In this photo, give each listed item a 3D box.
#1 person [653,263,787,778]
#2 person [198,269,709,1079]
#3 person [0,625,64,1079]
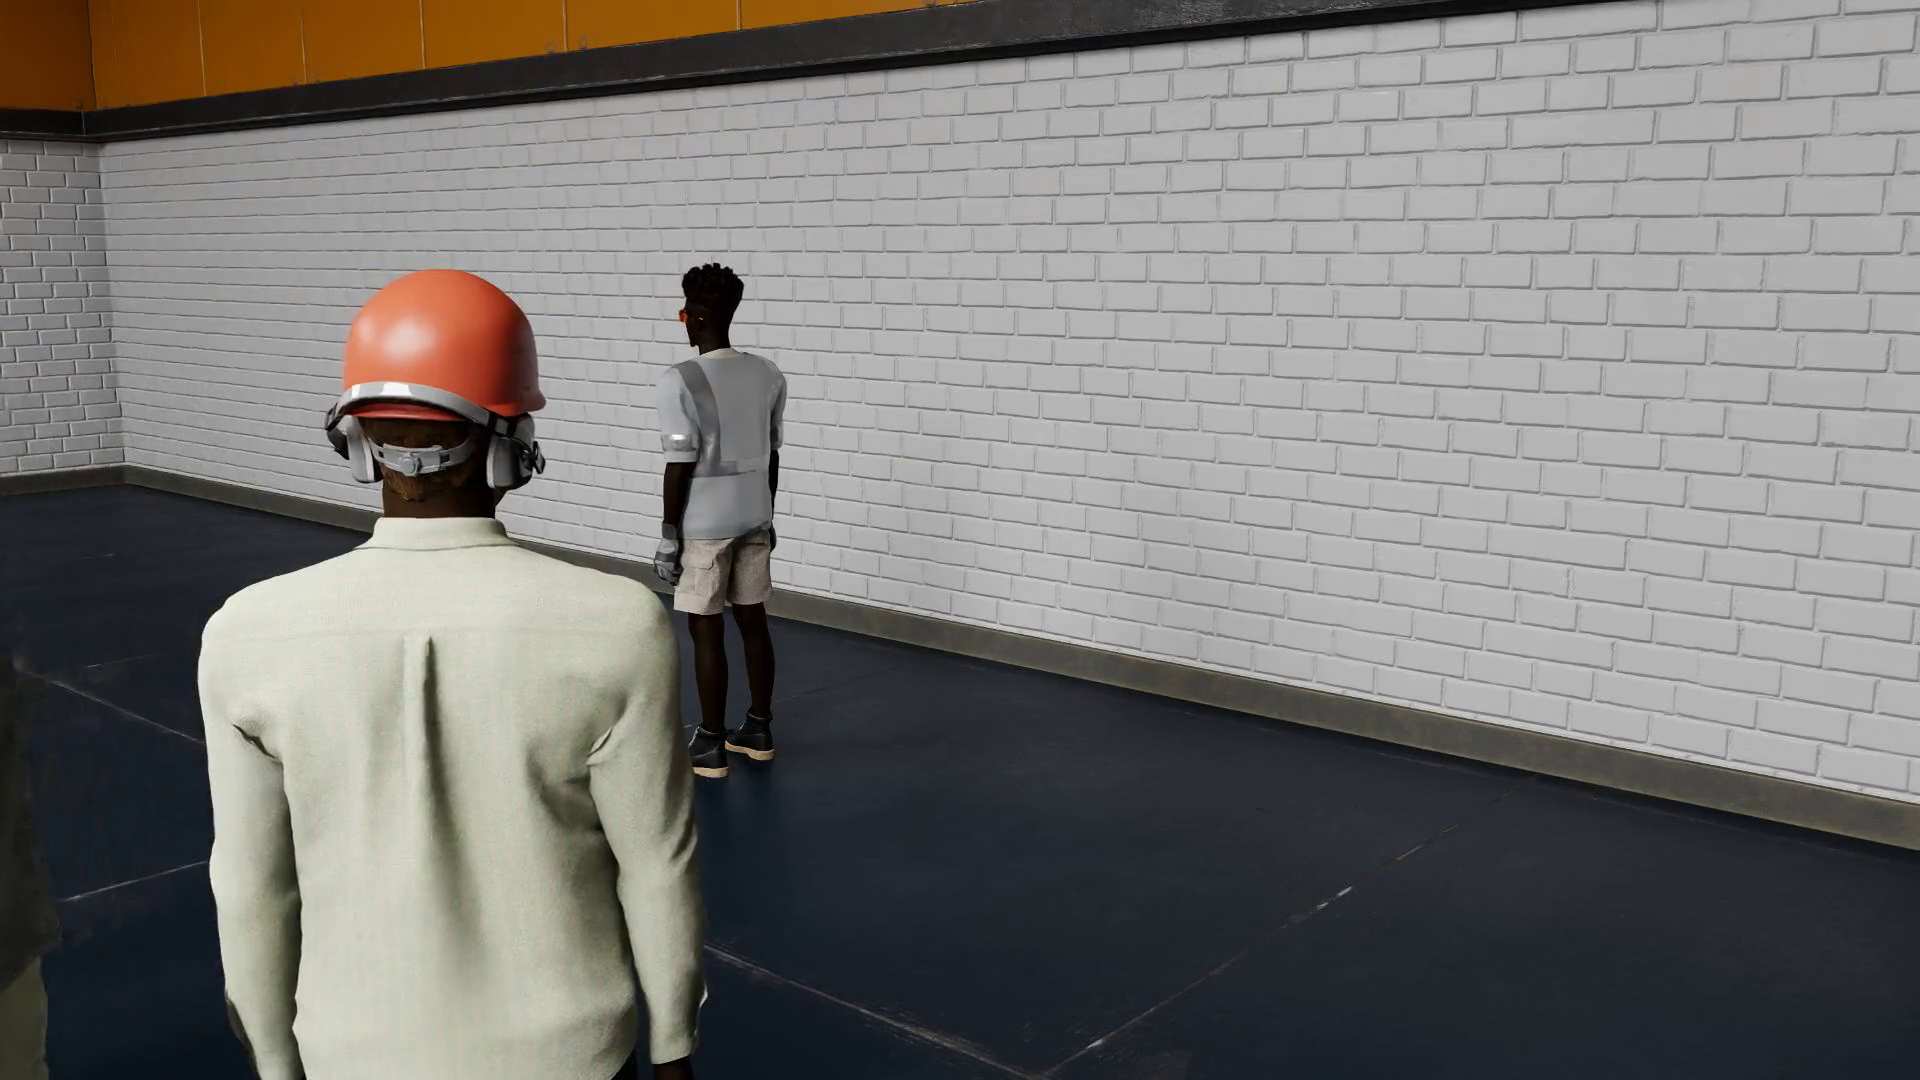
[{"bbox_3d":[-0.929,-0.073,6.406,0.367,1.966,0.607,8,13,37],"label":"person"},{"bbox_3d":[-0.630,0.656,2.176,0.608,1.995,0.377,-1,10,-4],"label":"person"},{"bbox_3d":[-1.661,0.684,2.524,0.935,1.820,0.525,-9,13,-41],"label":"person"}]
